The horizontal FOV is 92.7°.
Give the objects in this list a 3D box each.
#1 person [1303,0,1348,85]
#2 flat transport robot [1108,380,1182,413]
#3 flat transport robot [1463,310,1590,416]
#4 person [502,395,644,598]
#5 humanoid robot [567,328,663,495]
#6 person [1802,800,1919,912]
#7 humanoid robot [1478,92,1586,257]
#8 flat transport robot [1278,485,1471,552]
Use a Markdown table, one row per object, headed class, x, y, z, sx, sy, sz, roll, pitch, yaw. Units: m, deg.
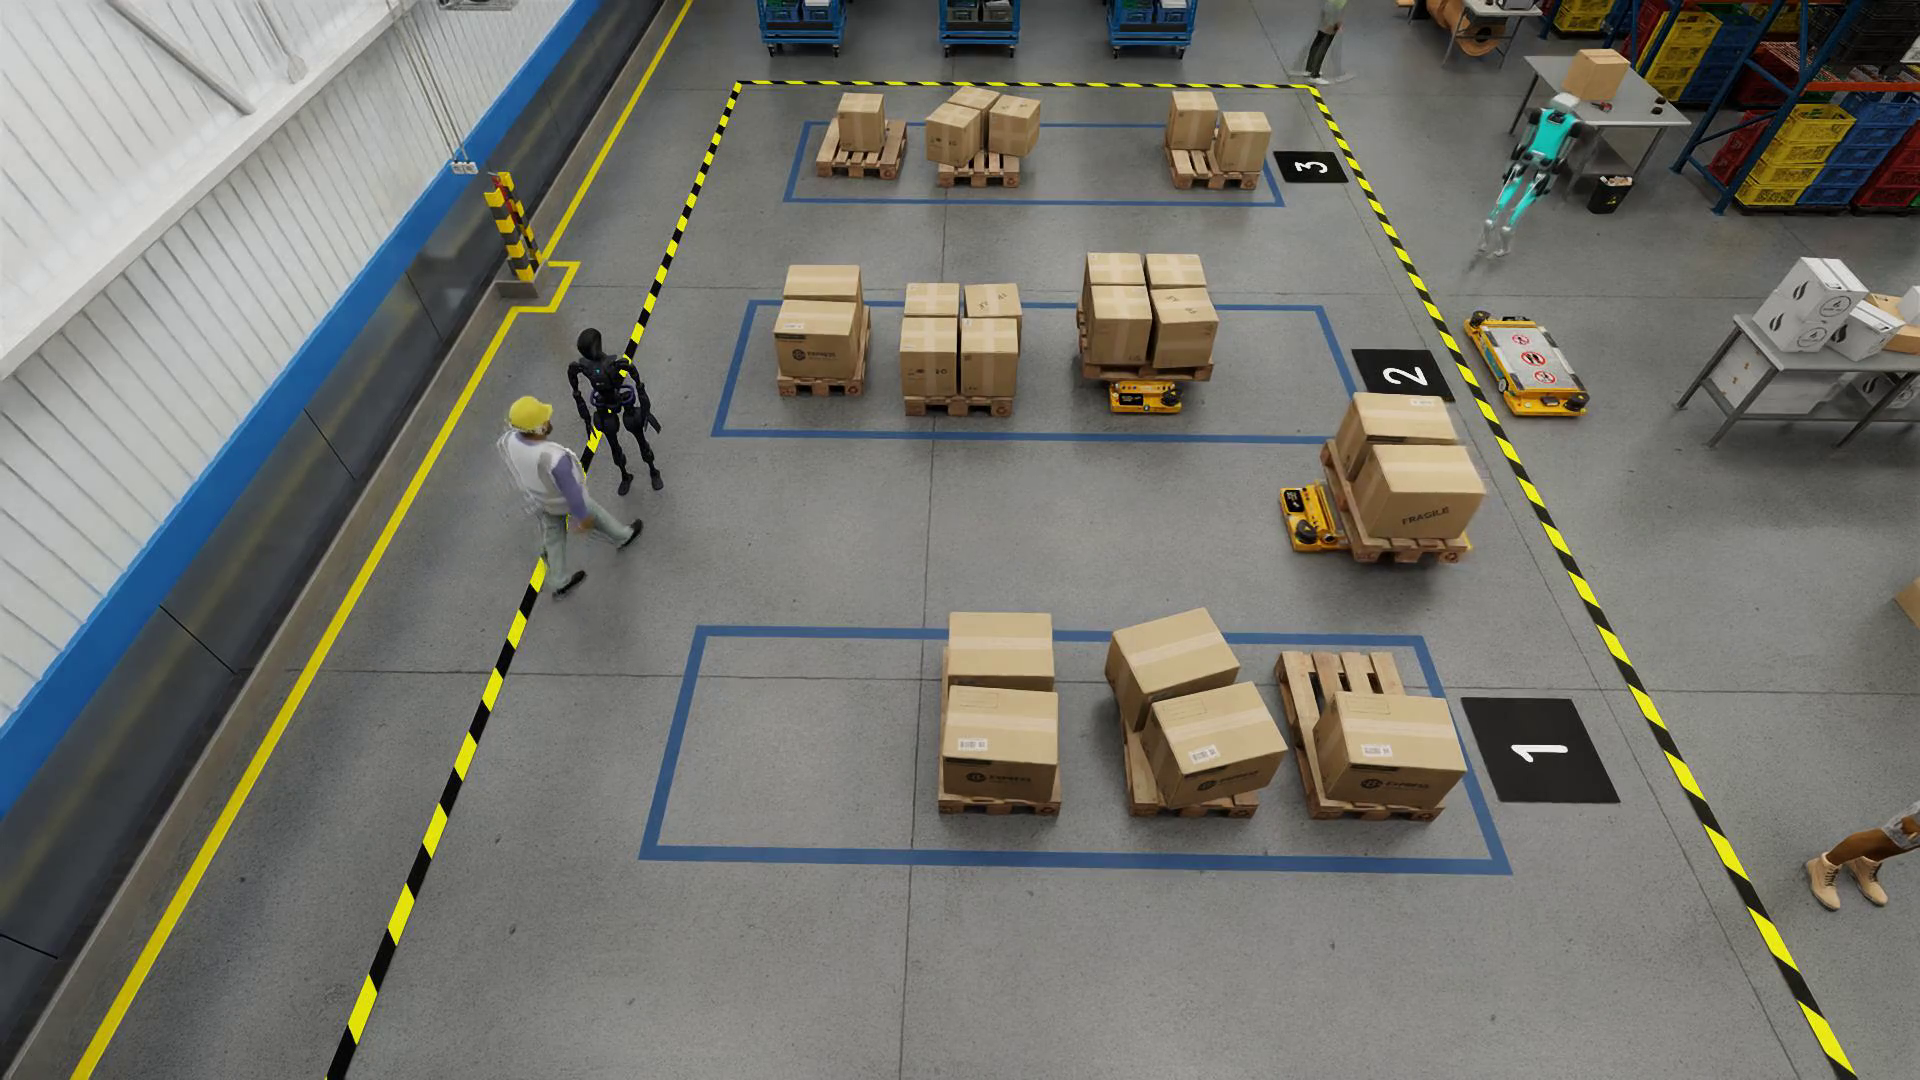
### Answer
| class | x | y | z | sx | sy | sz | roll | pitch | yaw |
| --- | --- | --- | --- | --- | --- | --- | --- | --- | --- |
| person | 5.299 | -7.448 | 12.933 | 0.396 | 1.850 | 0.597 | 0 | 49 | 0 |
| flat transport robot | 1.773 | -1.807 | 9.079 | 0.652 | 0.197 | 1.431 | 1 | 49 | 1 |
| flat transport robot | 5.573 | -1.757 | 9.054 | 0.659 | 0.231 | 1.431 | 1 | 49 | 1 |
| person | -2.958 | -0.375 | 6.855 | 0.610 | 1.781 | 0.918 | 21 | 52 | 17 |
| humanoid robot | -2.786 | -1.029 | 7.484 | 0.599 | 1.655 | 0.315 | -7 | 50 | -6 |
| person | 5.583 | 1.509 | 5.053 | 0.606 | 2.048 | 0.365 | -3 | 49 | -2 |
| humanoid robot | 5.983 | -3.807 | 9.769 | 0.735 | 1.677 | 0.533 | -35 | 58 | -27 |
| flat transport robot | 3.479 | -0.210 | 7.697 | 1.431 | 0.197 | 0.652 | 1 | 49 | 1 |
